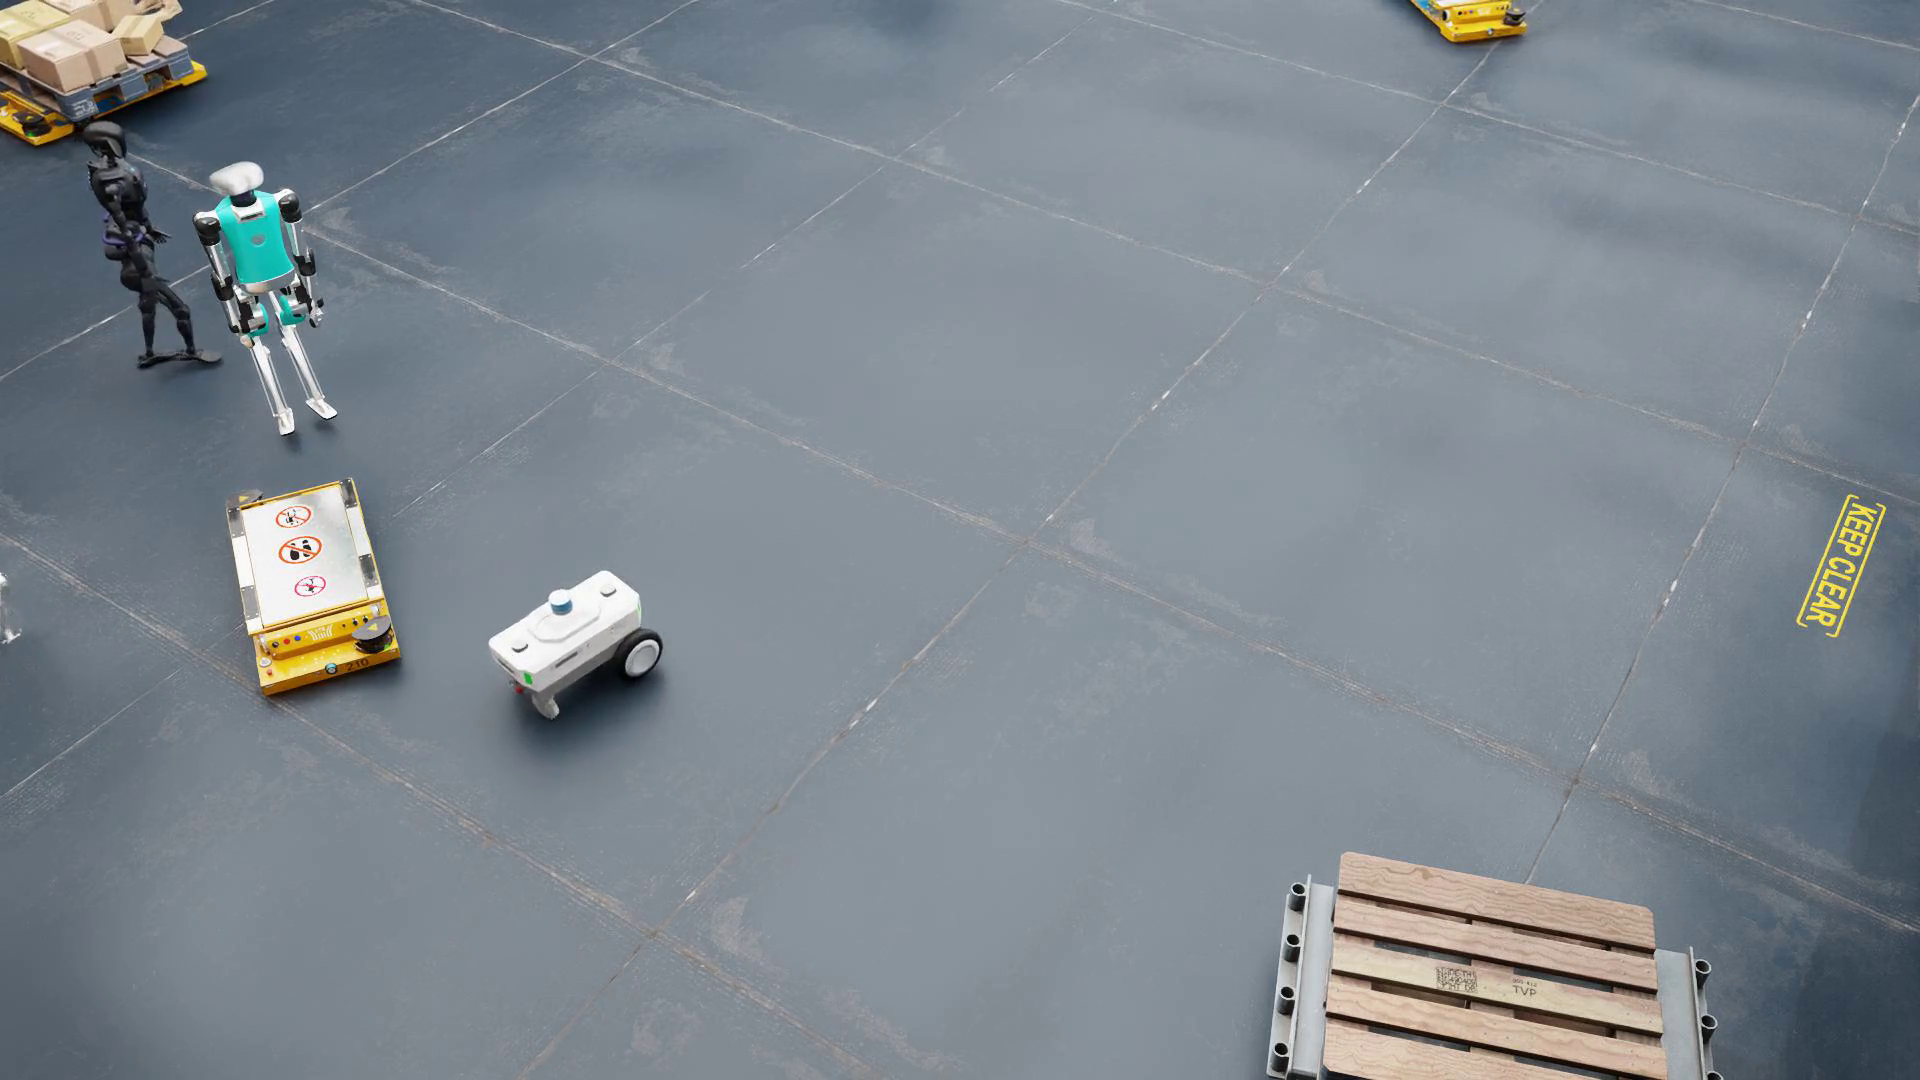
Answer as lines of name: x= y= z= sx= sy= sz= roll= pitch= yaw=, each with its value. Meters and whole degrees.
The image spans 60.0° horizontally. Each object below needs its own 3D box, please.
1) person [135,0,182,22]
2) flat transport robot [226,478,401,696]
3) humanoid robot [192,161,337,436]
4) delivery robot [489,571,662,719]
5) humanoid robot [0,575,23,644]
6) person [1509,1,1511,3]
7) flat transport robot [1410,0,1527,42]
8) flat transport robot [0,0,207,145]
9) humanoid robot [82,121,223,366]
person: x=-6.675 y=-5.036 z=13.307 sx=0.476 sy=1.744 sz=0.318 roll=23 pitch=47 yaw=24
flat transport robot: x=-3.355 y=0.180 z=8.578 sx=0.659 sy=0.231 sz=1.431 roll=-16 pitch=44 yaw=-18
humanoid robot: x=-3.822 y=-1.386 z=9.125 sx=0.533 sy=1.681 sz=0.735 roll=-24 pitch=47 yaw=-25
delivery robot: x=-1.871 y=0.472 z=8.036 sx=0.519 sy=0.593 sz=0.765 roll=32 pitch=51 yaw=31
humanoid robot: x=-4.855 y=-0.080 z=7.770 sx=0.758 sy=1.767 sz=0.566 roll=7 pitch=42 yaw=7
person: x=4.404 y=-5.040 z=13.166 sx=0.431 sy=1.940 sz=0.551 roll=-4 pitch=42 yaw=-5
flat transport robot: x=4.095 y=-4.570 z=13.894 sx=0.659 sy=0.231 sz=1.431 roll=-10 pitch=43 yaw=-11
flat transport robot: x=-6.545 y=-3.425 z=12.612 sx=0.659 sy=0.231 sz=1.431 roll=27 pitch=48 yaw=27
humanoid robot: x=-4.760 y=-1.693 z=9.623 sx=0.504 sy=1.639 sz=0.619 roll=-11 pitch=43 yaw=-12
